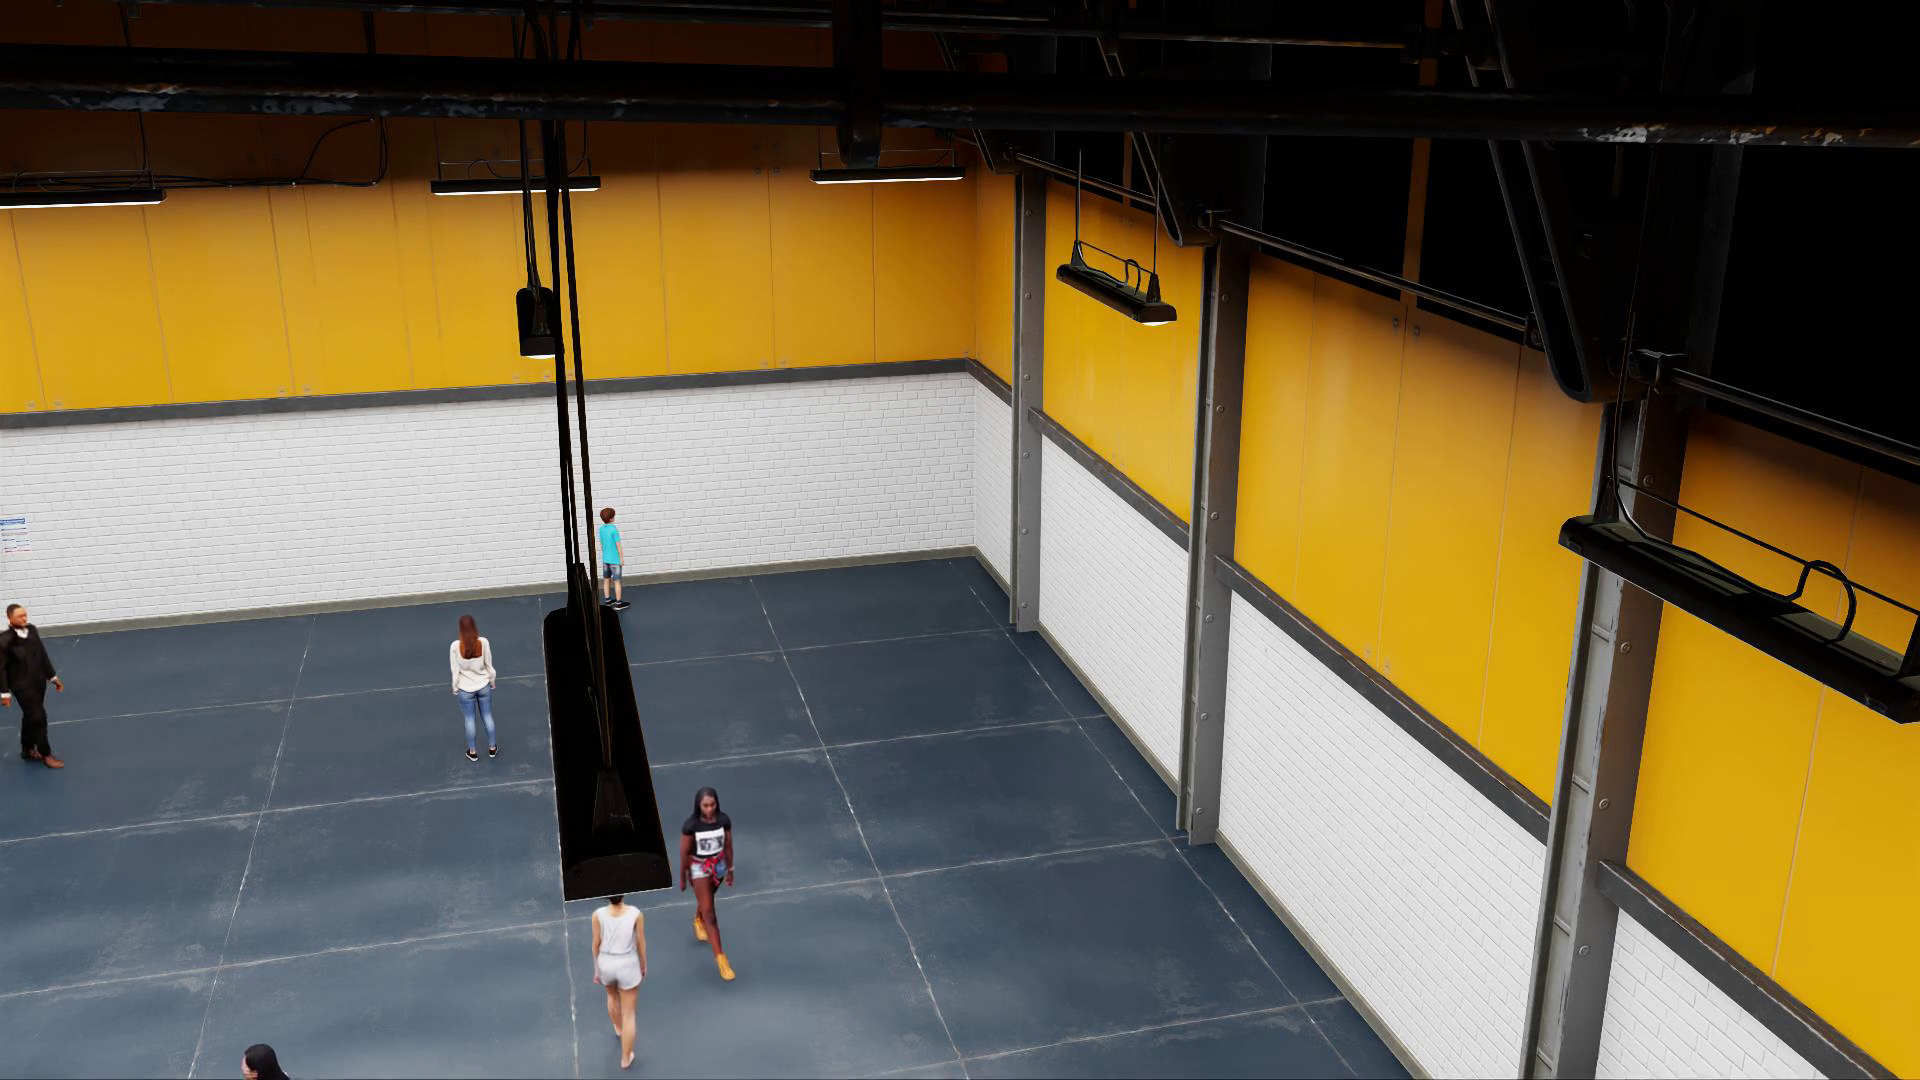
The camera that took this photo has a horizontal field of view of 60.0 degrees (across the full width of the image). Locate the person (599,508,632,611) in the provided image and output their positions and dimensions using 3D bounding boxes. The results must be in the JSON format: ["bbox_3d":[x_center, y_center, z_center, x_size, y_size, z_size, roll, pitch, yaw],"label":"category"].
[{"bbox_3d":[-4.818,0.240,22.980,0.589,1.449,0.655,12,22,31],"label":"person"}]

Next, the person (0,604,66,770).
[{"bbox_3d":[-10.337,1.586,18.303,1.020,1.883,1.025,4,19,12],"label":"person"}]

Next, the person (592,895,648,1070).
[{"bbox_3d":[-2.732,3.450,13.232,0.699,1.586,0.924,-1,19,-2],"label":"person"}]

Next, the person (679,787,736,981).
[{"bbox_3d":[-2.255,2.927,14.659,0.888,1.667,1.313,-11,21,-29],"label":"person"}]

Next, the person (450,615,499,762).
[{"bbox_3d":[-5.393,1.629,18.474,0.654,1.693,0.588,-8,20,-22],"label":"person"}]
